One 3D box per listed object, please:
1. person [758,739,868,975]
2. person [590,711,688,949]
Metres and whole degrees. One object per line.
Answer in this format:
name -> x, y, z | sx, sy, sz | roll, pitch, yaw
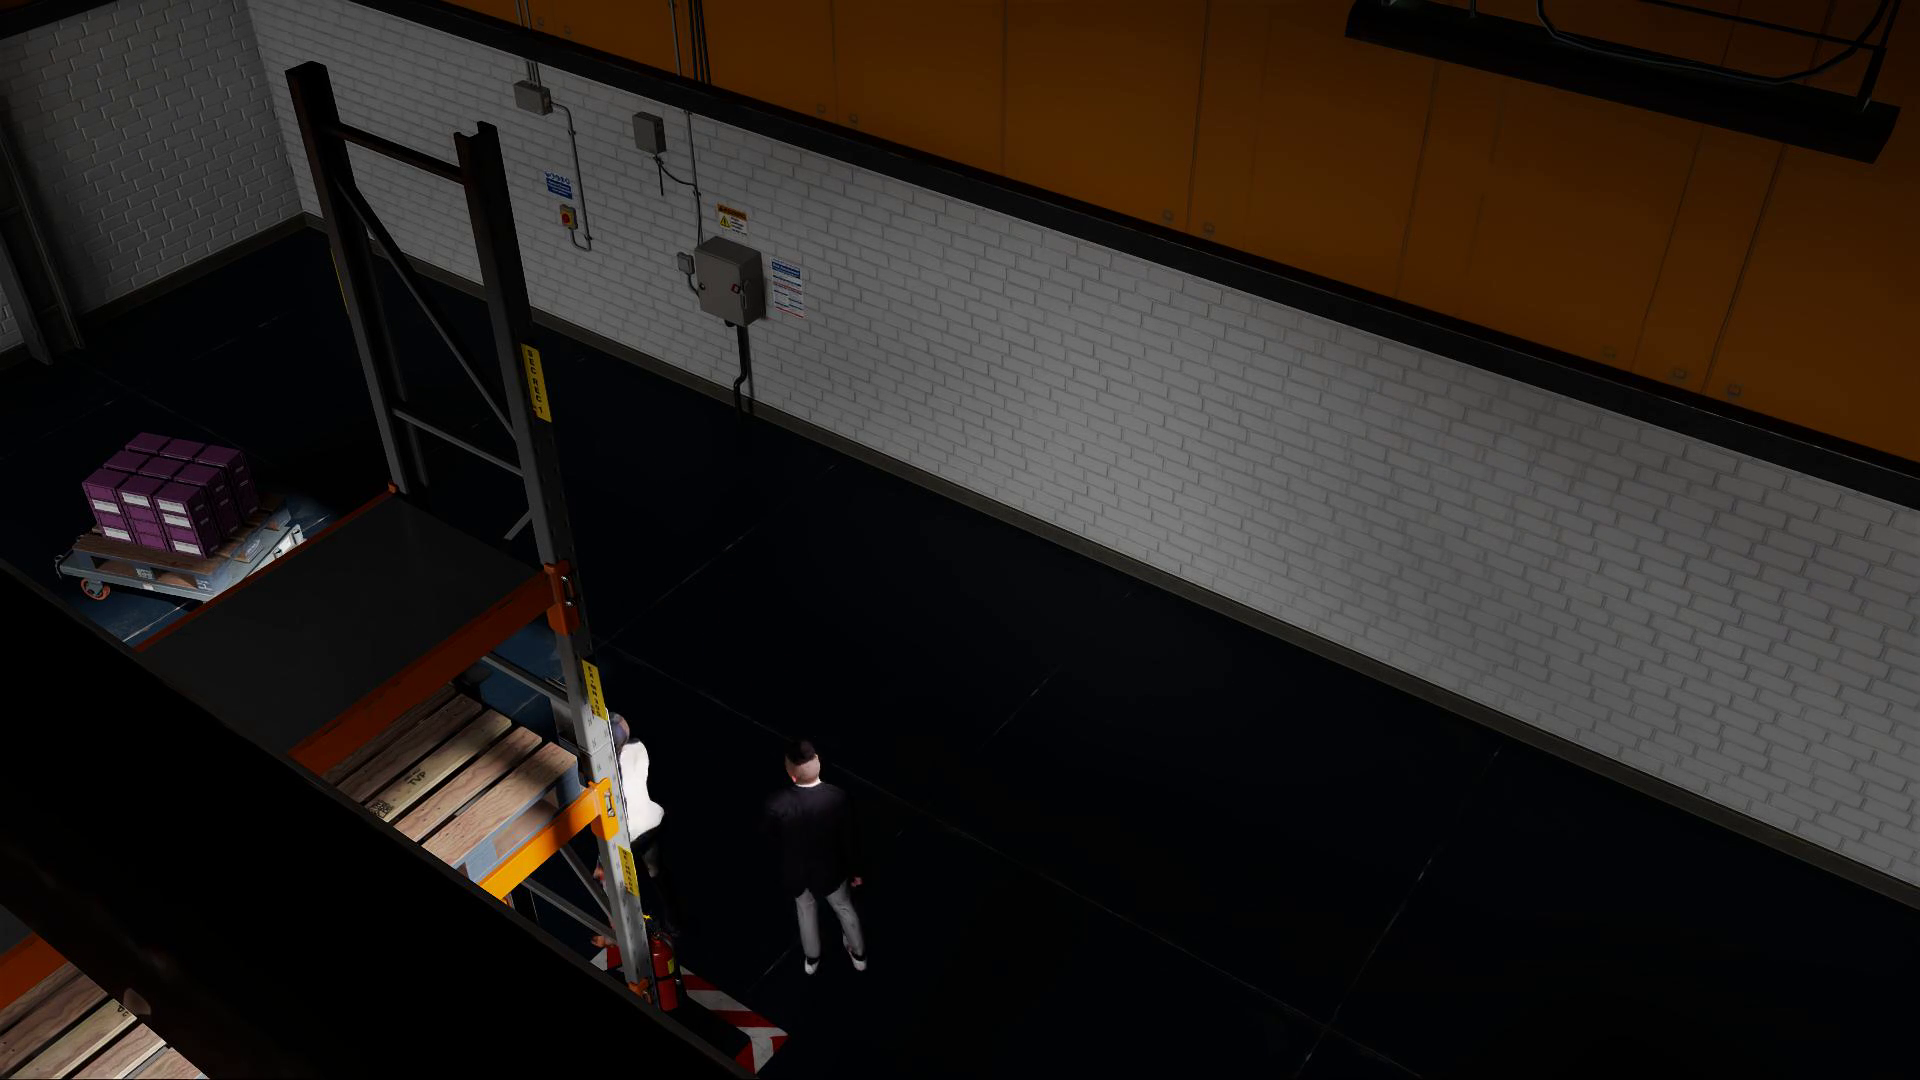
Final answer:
person -> -0.875, 1.912, 9.610 | 0.931, 1.934, 0.984 | 2, 39, 3
person -> -1.866, 1.748, 9.863 | 0.881, 1.872, 0.840 | 9, 40, 11
